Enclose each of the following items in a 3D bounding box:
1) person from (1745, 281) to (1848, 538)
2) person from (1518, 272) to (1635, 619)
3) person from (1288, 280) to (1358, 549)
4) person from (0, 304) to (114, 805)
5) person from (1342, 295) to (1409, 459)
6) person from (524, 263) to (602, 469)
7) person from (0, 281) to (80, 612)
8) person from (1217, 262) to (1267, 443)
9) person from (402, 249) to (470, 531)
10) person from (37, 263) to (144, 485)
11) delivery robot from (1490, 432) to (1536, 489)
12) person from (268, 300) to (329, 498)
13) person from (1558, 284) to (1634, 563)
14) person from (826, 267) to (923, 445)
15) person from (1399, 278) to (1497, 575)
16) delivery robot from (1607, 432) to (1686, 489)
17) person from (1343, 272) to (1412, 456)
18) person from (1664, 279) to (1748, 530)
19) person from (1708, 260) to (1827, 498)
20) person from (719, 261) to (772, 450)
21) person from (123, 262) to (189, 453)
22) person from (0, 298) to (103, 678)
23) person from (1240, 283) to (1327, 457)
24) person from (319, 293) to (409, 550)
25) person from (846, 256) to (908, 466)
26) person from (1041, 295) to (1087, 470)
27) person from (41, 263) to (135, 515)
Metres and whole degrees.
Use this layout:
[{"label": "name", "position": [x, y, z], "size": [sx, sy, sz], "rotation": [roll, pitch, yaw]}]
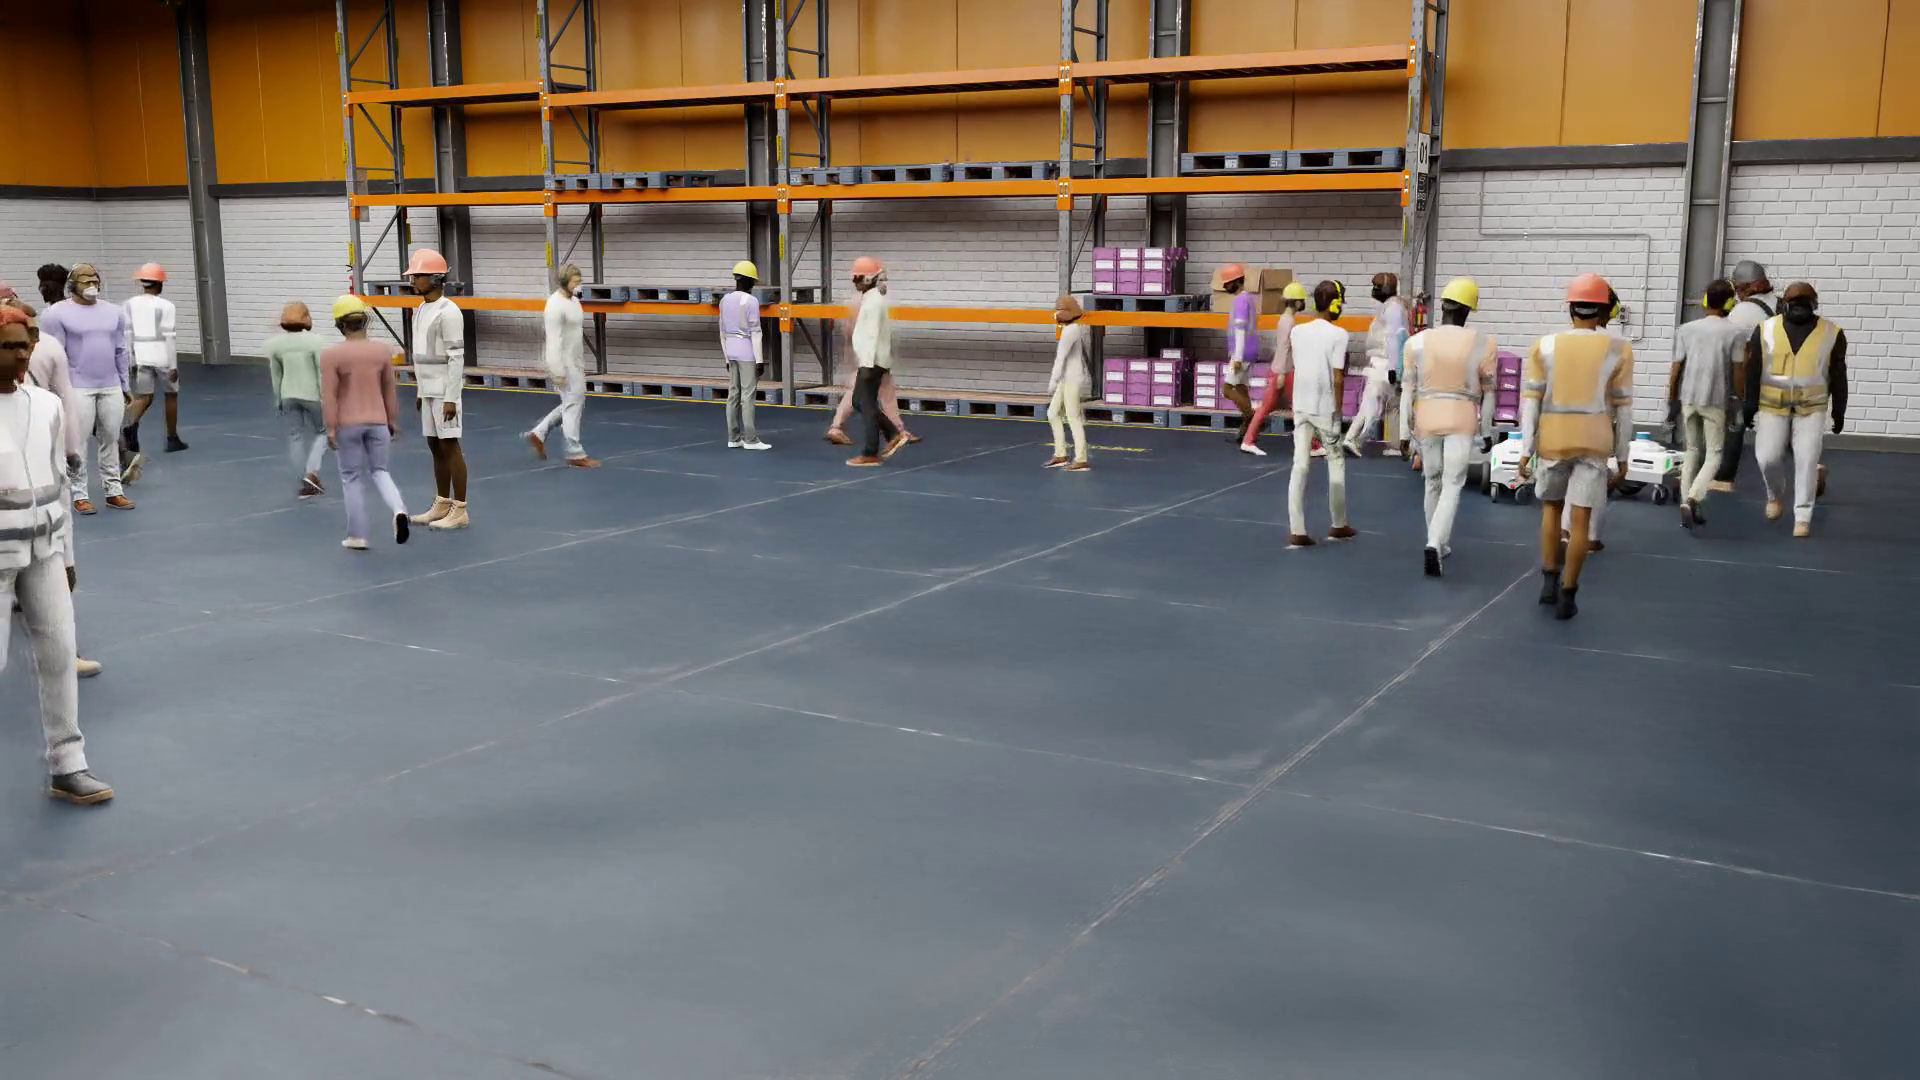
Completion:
[{"label": "person", "position": [6.011, -0.946, 11.963], "size": [0.678, 1.822, 0.545], "rotation": [6, 12, 30]}, {"label": "person", "position": [3.469, -0.532, 9.343], "size": [0.579, 1.917, 0.607], "rotation": [5, 11, 26]}, {"label": "person", "position": [2.532, -0.874, 11.542], "size": [0.489, 1.827, 0.844], "rotation": [9, 13, 42]}, {"label": "person", "position": [-3.571, 0.058, 6.171], "size": [0.798, 1.861, 0.591], "rotation": [4, 11, 24]}, {"label": "person", "position": [4.097, -1.579, 16.209], "size": [0.808, 1.603, 0.543], "rotation": [-5, 11, -27]}, {"label": "person", "position": [-3.725, -1.602, 15.435], "size": [0.669, 1.918, 0.661], "rotation": [1, 10, 5]}, {"label": "person", "position": [-5.307, -0.510, 9.325], "size": [0.654, 1.886, 0.524], "rotation": [-6, 12, -32]}, {"label": "person", "position": [2.895, -1.927, 17.307], "size": [0.484, 1.901, 0.660], "rotation": [2, 10, 11]}, {"label": "person", "position": [-3.830, -1.088, 12.146], "size": [0.377, 2.045, 0.605], "rotation": [-8, 13, -39]}, {"label": "person", "position": [-7.525, -1.385, 14.183], "size": [0.864, 1.938, 0.610], "rotation": [0, 10, 2]}, {"label": "delivery robot", "position": [4.507, -0.639, 13.554], "size": [0.477, 0.478, 0.707], "rotation": [3, 11, 17]}, {"label": "person", "position": [-5.389, -1.153, 13.668], "size": [0.510, 1.620, 0.342], "rotation": [1, 10, 5]}, {"label": "person", "position": [4.130, -0.774, 10.975], "size": [0.520, 1.836, 0.914], "rotation": [5, 11, 25]}, {"label": "person", "position": [-0.940, -1.904, 17.317], "size": [0.984, 1.862, 0.645], "rotation": [2, 10, 9]}, {"label": "person", "position": [3.099, -0.737, 10.651], "size": [0.579, 1.881, 0.963], "rotation": [5, 11, 27]}, {"label": "delivery robot", "position": [5.545, -0.635, 13.528], "size": [0.477, 0.478, 0.707], "rotation": [-7, 12, -34]}, {"label": "person", "position": [4.072, -1.712, 16.329], "size": [0.873, 1.807, 0.640], "rotation": [3, 10, 14]}, {"label": "person", "position": [5.387, -0.969, 12.071], "size": [0.655, 1.841, 0.558], "rotation": [-9, 14, -42]}, {"label": "person", "position": [6.681, -1.361, 13.702], "size": [0.704, 2.000, 1.020], "rotation": [-3, 11, -19]}, {"label": "person", "position": [-2.194, -1.870, 16.927], "size": [0.585, 1.919, 0.374], "rotation": [9, 14, 43]}, {"label": "person", "position": [-8.042, -1.795, 16.525], "size": [0.552, 1.913, 0.776], "rotation": [1, 10, 8]}, {"label": "person", "position": [-4.542, -0.228, 7.892], "size": [0.725, 1.827, 0.531], "rotation": [1, 10, 8]}, {"label": "person", "position": [3.217, -1.666, 16.359], "size": [0.931, 1.713, 0.533], "rotation": [1, 10, 4]}, {"label": "person", "position": [-4.026, -0.782, 11.219], "size": [0.539, 1.750, 0.561], "rotation": [-9, 14, -43]}, {"label": "person", "position": [-0.813, -1.670, 15.643], "size": [0.485, 1.979, 0.616], "rotation": [-1, 10, -6]}, {"label": "person", "position": [0.936, -1.438, 15.335], "size": [0.561, 1.612, 0.503], "rotation": [1, 10, 5]}, {"label": "person", "position": [-6.746, -1.173, 12.929], "size": [0.358, 1.937, 0.636], "rotation": [7, 12, 34]}]
